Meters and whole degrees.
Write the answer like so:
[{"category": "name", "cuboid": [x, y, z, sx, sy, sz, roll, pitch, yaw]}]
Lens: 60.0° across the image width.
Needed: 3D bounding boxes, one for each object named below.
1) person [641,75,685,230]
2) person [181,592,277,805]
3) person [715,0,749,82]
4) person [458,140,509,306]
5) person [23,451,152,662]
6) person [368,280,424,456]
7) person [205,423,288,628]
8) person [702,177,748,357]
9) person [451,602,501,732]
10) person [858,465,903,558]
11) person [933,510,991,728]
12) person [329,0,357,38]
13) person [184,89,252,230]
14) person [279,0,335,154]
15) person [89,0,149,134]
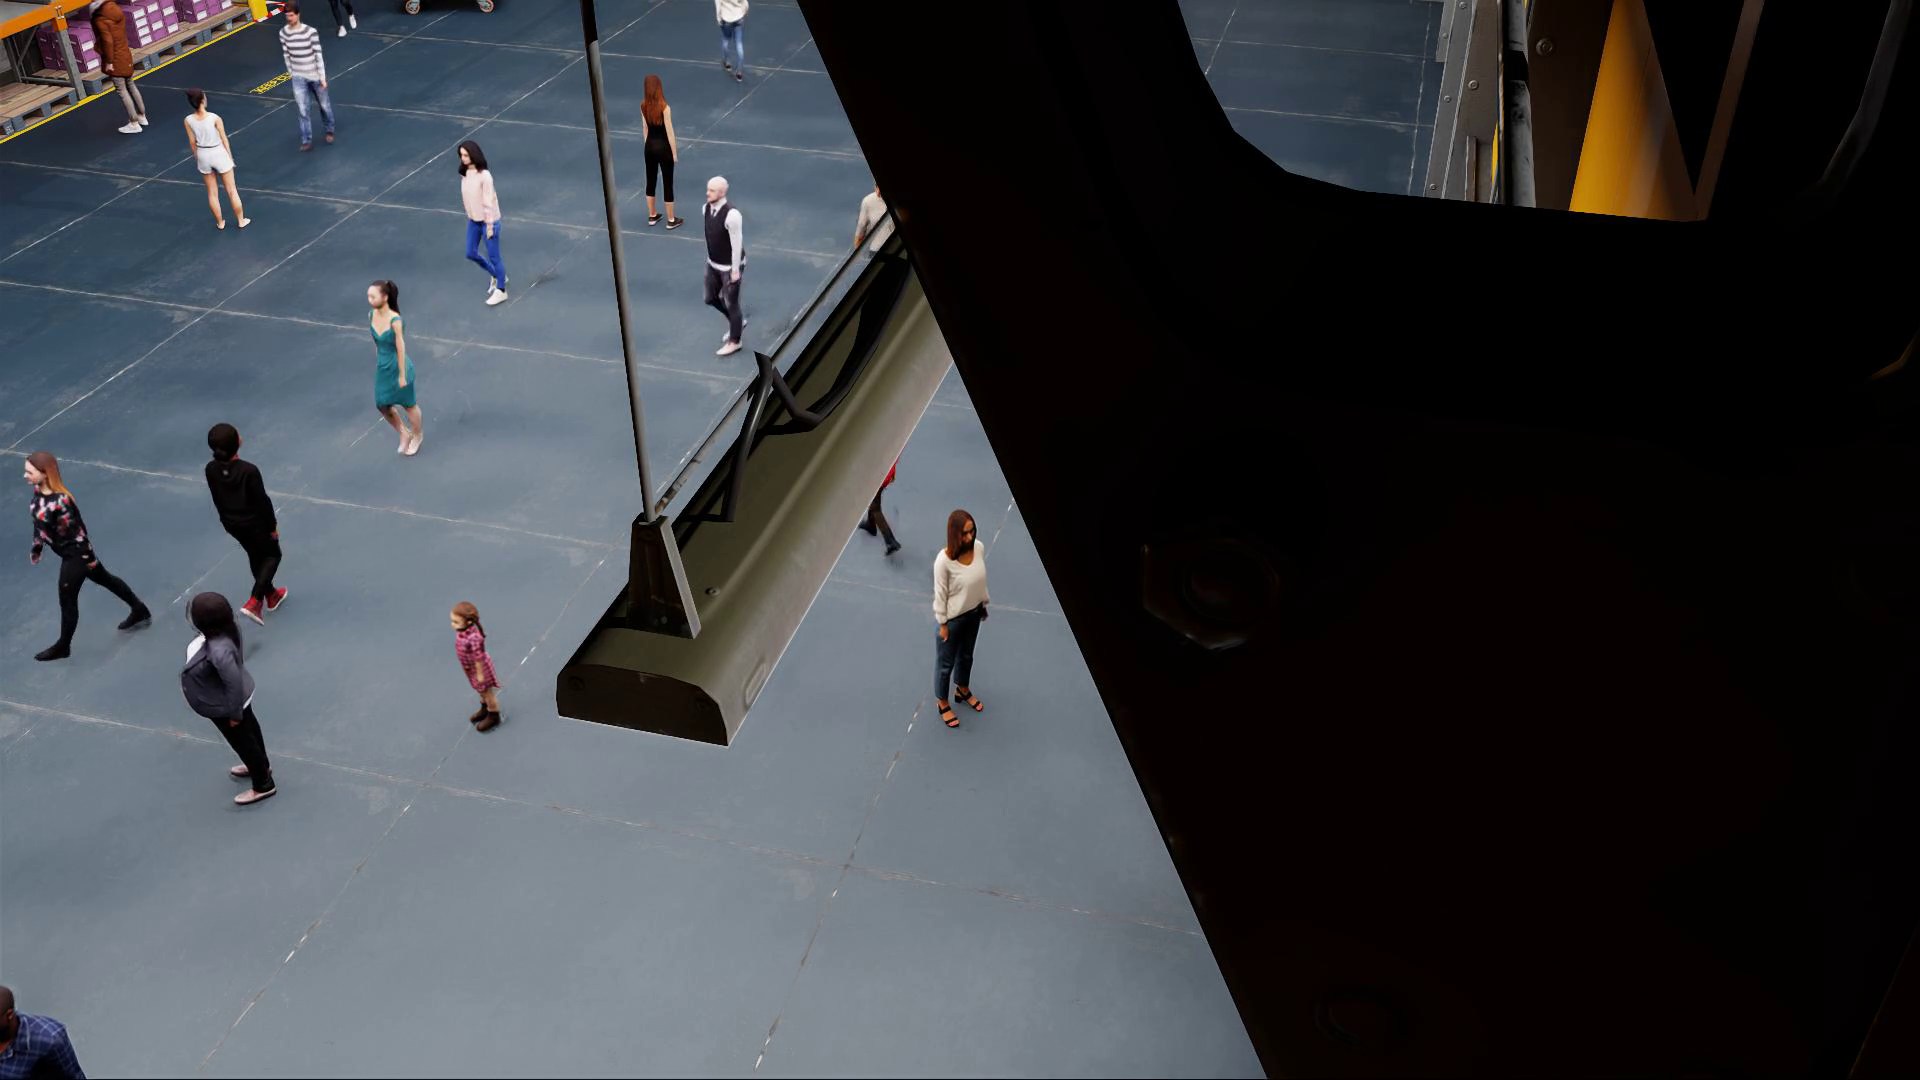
[{"category": "person", "cuboid": [-3.416, -4.394, 18.804, 0.605, 1.722, 0.581, 16, 37, 22]}, {"category": "person", "cuboid": [-4.737, 1.001, 10.801, 0.858, 1.597, 0.775, -11, 35, -16]}, {"category": "person", "cuboid": [-3.139, -7.220, 23.109, 0.893, 1.663, 1.050, -7, 34, -10]}, {"category": "person", "cuboid": [-4.819, -3.283, 17.098, 0.757, 1.761, 0.785, 23, 40, 31]}, {"category": "person", "cuboid": [-6.414, 0.059, 12.186, 1.144, 1.632, 0.951, -27, 42, -34]}, {"category": "person", "cuboid": [-4.863, -1.506, 14.503, 0.637, 1.675, 0.642, 17, 37, 24]}, {"category": "person", "cuboid": [-5.324, -0.083, 12.378, 0.671, 1.658, 0.926, 4, 34, 6]}, {"category": "person", "cuboid": [-2.202, -2.670, 16.129, 0.825, 1.814, 0.859, 28, 43, 35]}, {"category": "person", "cuboid": [-3.346, 0.856, 11.539, 0.545, 1.021, 0.496, -25, 41, -33]}, {"category": "person", "cuboid": [-0.645, -0.463, 13.308, 0.894, 1.260, 0.865, -26, 41, -33]}, {"category": "person", "cuboid": [-0.012, 0.507, 11.467, 0.661, 1.683, 0.762, -26, 42, -34]}, {"category": "person", "cuboid": [-9.375, -8.441, 24.921, 0.729, 1.692, 0.780, -2, 34, -4]}, {"category": "person", "cuboid": [-8.422, -4.305, 18.747, 0.636, 1.637, 0.631, -4, 34, -6]}, {"category": "person", "cuboid": [-8.158, -5.847, 20.910, 0.911, 1.811, 1.187, -3, 34, -5]}, {"category": "person", "cuboid": [-10.843, -6.188, 21.400, 0.846, 1.838, 0.734, 0, 34, 0]}]
